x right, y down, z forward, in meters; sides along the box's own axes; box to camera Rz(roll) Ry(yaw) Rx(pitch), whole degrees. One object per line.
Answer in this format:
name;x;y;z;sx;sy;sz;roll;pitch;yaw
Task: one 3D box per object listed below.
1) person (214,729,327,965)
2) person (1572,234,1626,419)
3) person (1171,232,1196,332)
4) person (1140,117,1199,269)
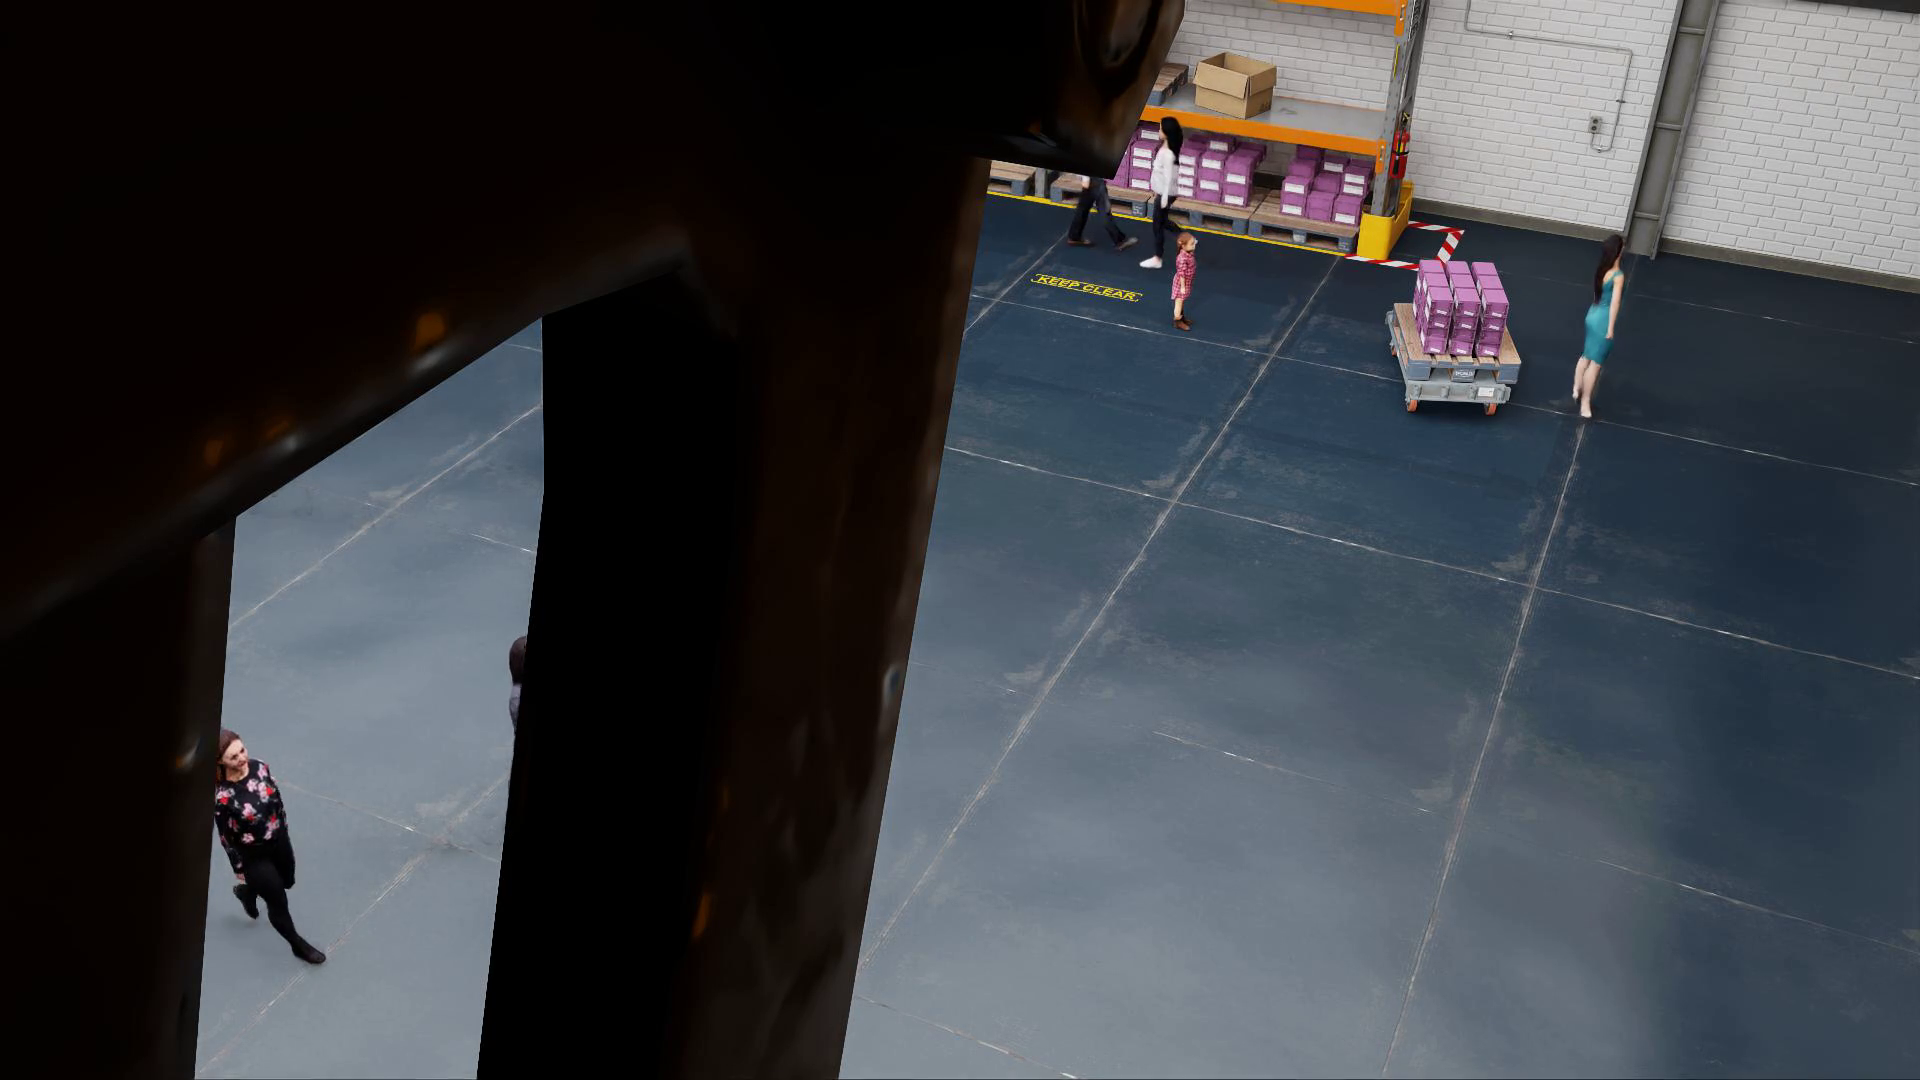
person;-4.102;1.754;9.621;0.912;1.667;0.569;15;36;21
person;5.850;-1.947;15.186;0.702;1.672;0.717;1;34;1
person;2.258;-2.633;16.804;0.468;1.022;0.447;10;35;14
person;2.288;-3.694;17.802;0.940;1.686;0.792;2;34;2
